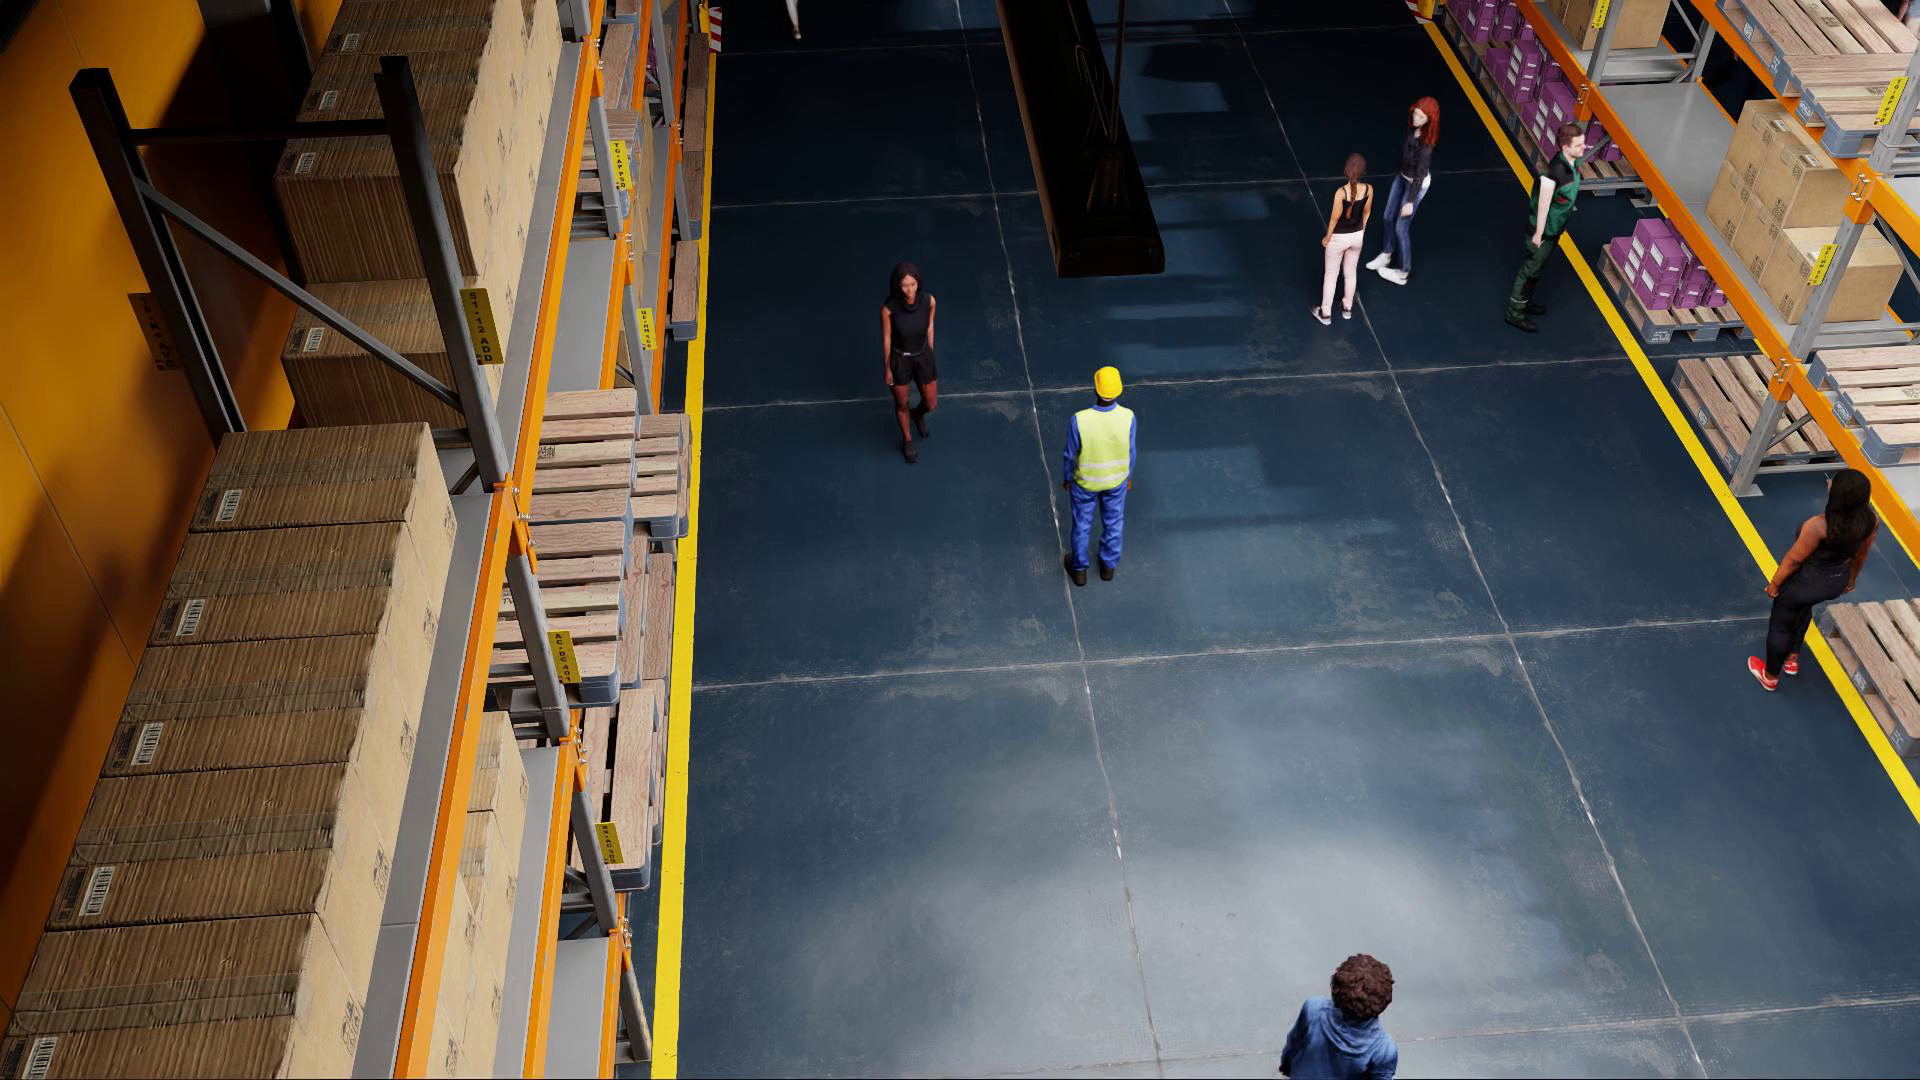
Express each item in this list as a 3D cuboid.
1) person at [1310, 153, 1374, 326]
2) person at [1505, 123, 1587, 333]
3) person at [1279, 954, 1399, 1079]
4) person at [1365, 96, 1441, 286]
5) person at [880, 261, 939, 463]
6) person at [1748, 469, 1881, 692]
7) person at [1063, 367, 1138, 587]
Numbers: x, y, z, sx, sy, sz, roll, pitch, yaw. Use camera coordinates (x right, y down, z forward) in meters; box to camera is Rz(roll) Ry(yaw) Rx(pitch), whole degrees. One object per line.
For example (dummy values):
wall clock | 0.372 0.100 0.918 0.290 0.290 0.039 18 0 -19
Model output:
person | 3.200 -2.505 13.808 0.569 1.563 0.556 -12 45 -12
person | 4.833 -2.597 13.702 0.798 1.842 0.710 22 48 22
person | 1.774 2.714 8.165 0.831 1.791 0.883 28 50 26
person | 3.863 -2.964 14.134 0.704 1.777 0.530 -4 44 -4
person | -0.412 -1.368 12.496 0.668 1.727 0.723 -13 45 -14
person | 5.521 0.328 10.663 0.724 1.799 0.695 -8 44 -9
person | 0.954 -0.437 11.456 0.669 1.812 0.568 -8 44 -8
